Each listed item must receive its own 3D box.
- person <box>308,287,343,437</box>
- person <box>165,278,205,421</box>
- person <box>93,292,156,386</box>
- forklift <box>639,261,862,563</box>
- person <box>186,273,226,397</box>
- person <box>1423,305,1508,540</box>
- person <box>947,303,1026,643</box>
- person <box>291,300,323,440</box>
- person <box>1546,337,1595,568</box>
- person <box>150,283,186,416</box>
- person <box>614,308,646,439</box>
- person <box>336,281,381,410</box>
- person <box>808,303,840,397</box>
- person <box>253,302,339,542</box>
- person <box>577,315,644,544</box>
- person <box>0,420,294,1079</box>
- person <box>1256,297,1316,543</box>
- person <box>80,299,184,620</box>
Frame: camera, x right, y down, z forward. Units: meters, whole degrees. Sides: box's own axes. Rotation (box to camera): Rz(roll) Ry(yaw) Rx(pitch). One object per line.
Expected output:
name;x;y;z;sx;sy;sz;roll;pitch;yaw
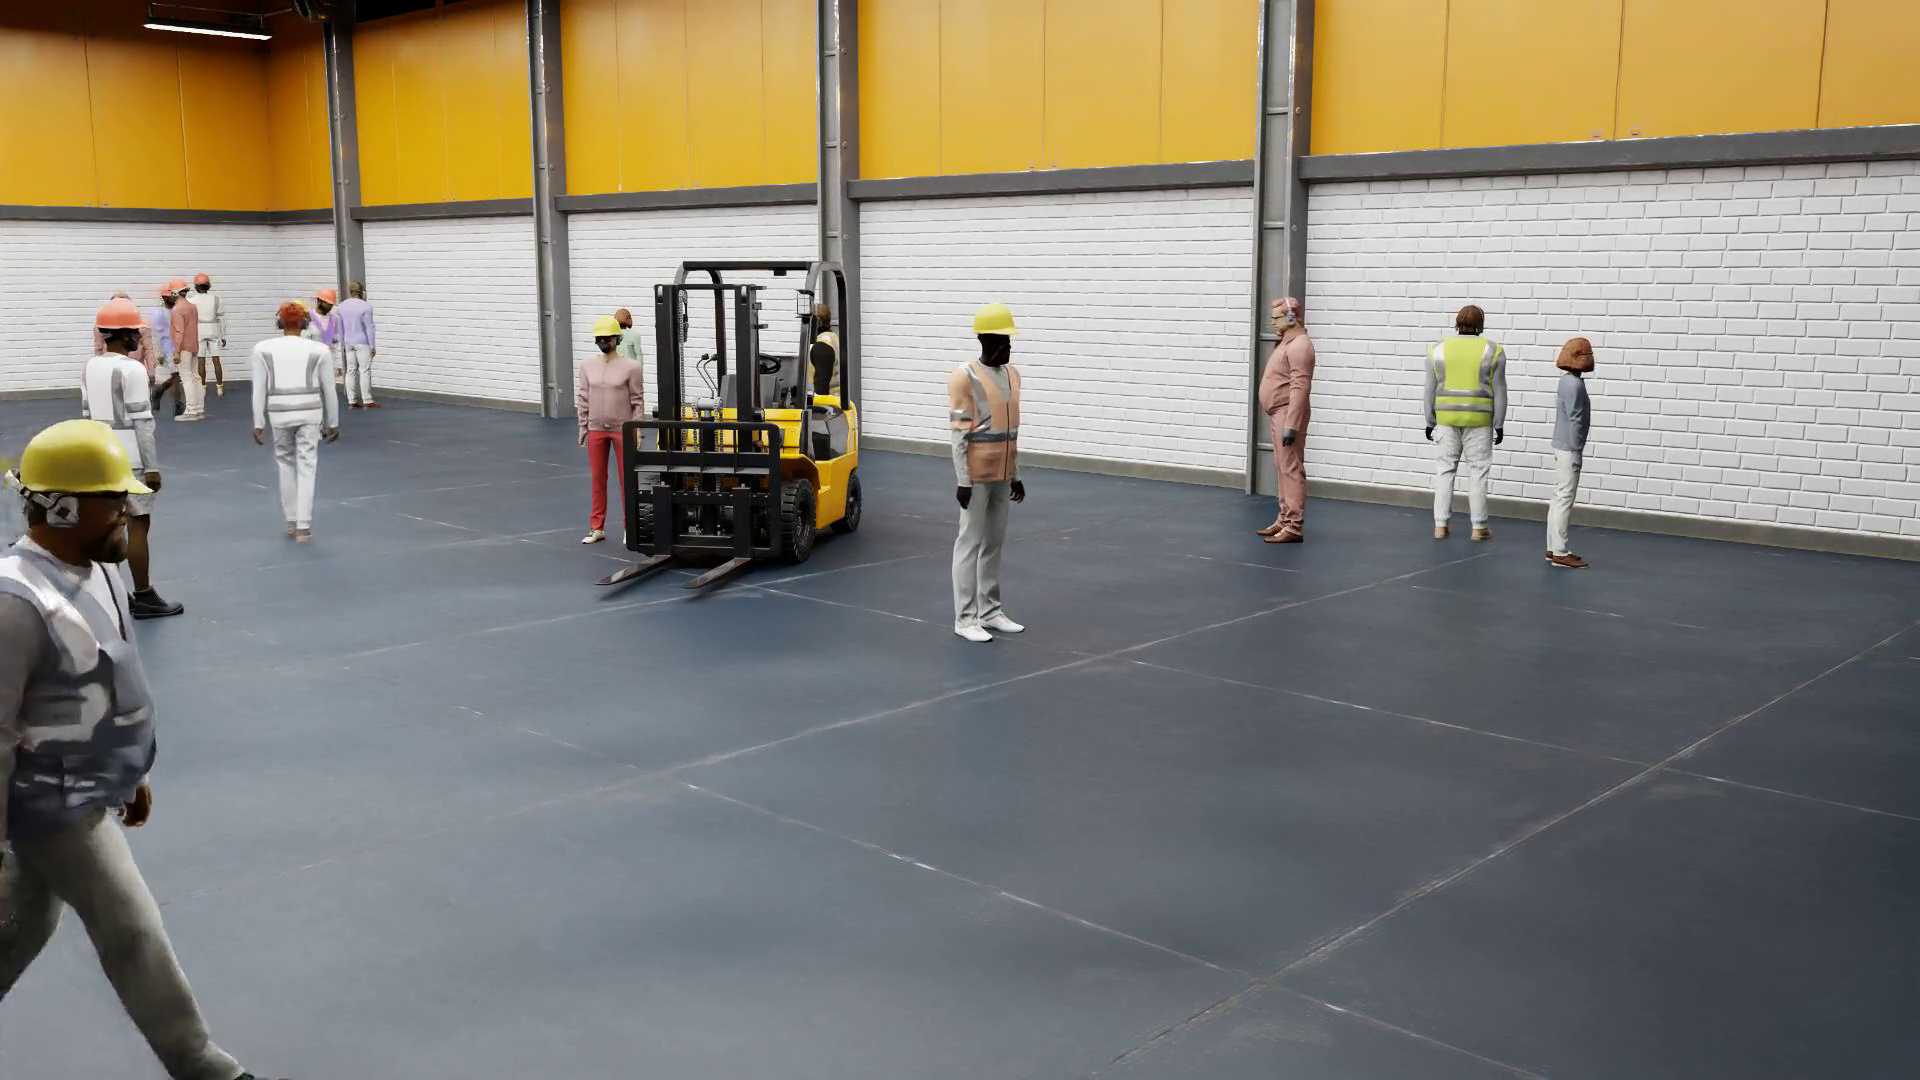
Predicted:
person;-8.026;-2.220;20.880;0.648;1.889;0.623;6;11;31
person;-10.867;-2.665;23.292;0.397;1.992;0.623;0;9;-2
person;-9.964;-2.035;19.863;0.646;1.864;0.960;-6;11;-31
forklift;-1.552;-1.040;12.721;1.214;2.155;2.313;2;9;11
person;-12.537;-3.400;27.645;0.615;2.042;0.376;-6;11;-33
person;3.966;-0.920;13.062;0.634;1.841;0.429;5;10;26
person;0.171;-0.392;9.557;0.378;1.928;0.585;7;12;38
person;-8.101;-2.081;20.486;0.488;1.740;0.319;2;9;13
person;4.377;-0.628;11.897;0.280;1.636;0.502;2;9;12
person;-11.464;-2.743;24.023;0.725;1.922;0.547;1;9;7
person;-4.168;-2.061;20.692;0.499;1.634;0.288;2;9;12
person;-9.093;-2.934;25.113;0.629;1.939;0.372;3;10;20
person;-1.184;-1.107;14.253;0.430;1.836;0.624;0;9;-1
person;-5.225;-0.943;13.142;0.615;1.856;0.808;-2;10;-14
person;-2.693;-0.842;12.814;0.522;1.769;0.318;1;9;7
person;-2.215;0.591;4.054;0.978;1.781;0.596;-2;10;-14
person;2.526;-0.926;12.918;0.409;1.903;0.638;0;9;3
person;-5.055;-0.486;10.105;0.546;1.939;0.375;5;11;30
